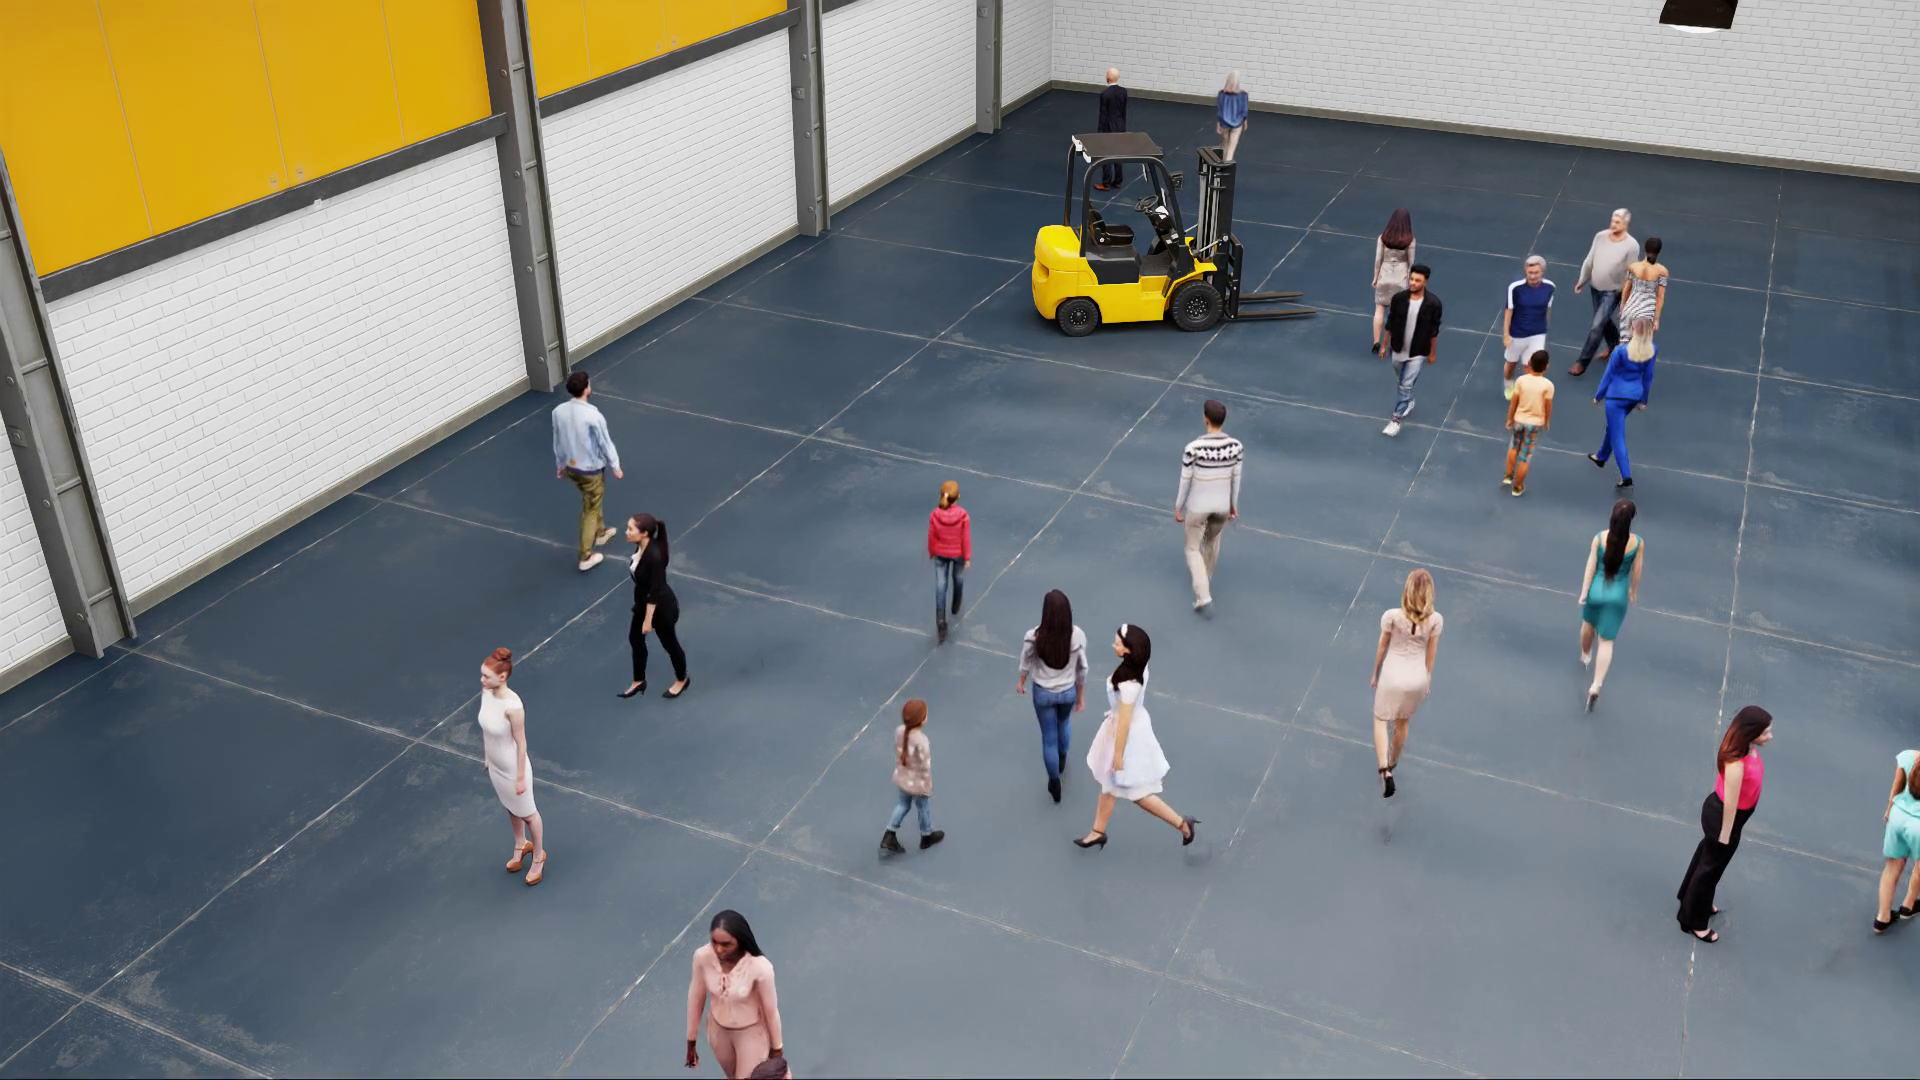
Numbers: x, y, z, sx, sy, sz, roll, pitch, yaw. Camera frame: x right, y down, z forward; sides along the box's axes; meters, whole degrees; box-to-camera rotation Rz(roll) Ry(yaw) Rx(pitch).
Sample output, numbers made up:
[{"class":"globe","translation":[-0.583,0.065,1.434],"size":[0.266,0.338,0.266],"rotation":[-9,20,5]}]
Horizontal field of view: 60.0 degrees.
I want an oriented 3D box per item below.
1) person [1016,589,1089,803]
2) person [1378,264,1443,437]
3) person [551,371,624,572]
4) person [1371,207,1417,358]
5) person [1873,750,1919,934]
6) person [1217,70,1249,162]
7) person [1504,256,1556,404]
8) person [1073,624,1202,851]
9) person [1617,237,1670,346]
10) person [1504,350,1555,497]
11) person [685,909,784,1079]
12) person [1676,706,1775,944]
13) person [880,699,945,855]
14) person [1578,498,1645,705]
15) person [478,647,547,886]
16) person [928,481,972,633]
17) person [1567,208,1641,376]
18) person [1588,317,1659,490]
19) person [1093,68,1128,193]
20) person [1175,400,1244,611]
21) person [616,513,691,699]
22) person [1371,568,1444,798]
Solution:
[{"class":"person","translation":[0.682,1.128,11.677],"size":[0.825,1.612,0.903],"rotation":[-5,29,-9]},{"class":"person","translation":[4.717,-2.027,17.299],"size":[0.872,1.767,1.233],"rotation":[20,35,33]},{"class":"person","translation":[-3.344,-0.576,14.619],"size":[0.746,1.786,0.946],"rotation":[17,33,28]},{"class":"person","translation":[4.939,-2.944,19.003],"size":[0.612,1.746,0.545],"rotation":[9,30,15]},{"class":"person","translation":[5.978,1.823,10.482],"size":[0.811,1.536,0.720],"rotation":[-21,35,-34]},{"class":"person","translation":[4.065,-6.161,25.003],"size":[0.604,1.647,1.139],"rotation":[13,31,22]},{"class":"person","translation":[5.990,-2.192,17.614],"size":[0.815,1.756,1.220],"rotation":[3,29,6]},{"class":"person","translation":[1.179,1.378,11.030],"size":[0.884,1.793,1.092],"rotation":[6,29,11]},{"class":"person","translation":[7.235,-2.316,17.831],"size":[0.734,1.766,1.124],"rotation":[19,34,31]},{"class":"person","translation":[5.425,-1.095,15.922],"size":[0.567,1.451,0.646],"rotation":[18,33,29]},{"class":"person","translation":[-1.143,2.602,8.875],"size":[0.650,1.707,0.739],"rotation":[11,31,20]},{"class":"person","translation":[4.826,1.758,10.471],"size":[0.638,1.660,0.443],"rotation":[13,31,22]},{"class":"person","translation":[-0.367,1.621,11.224],"size":[0.816,1.180,0.668],"rotation":[-21,35,-33]},{"class":"person","translation":[4.980,0.494,12.801],"size":[0.630,1.650,1.047],"rotation":[10,30,17]},{"class":"person","translation":[-2.922,1.479,10.845],"size":[0.625,1.793,0.572],"rotation":[23,36,36]},{"class":"person","translation":[-0.101,0.165,13.783],"size":[0.715,1.286,0.967],"rotation":[2,29,5]},{"class":"person","translation":[7.289,-2.805,18.625],"size":[1.341,1.864,1.177],"rotation":[-16,32,-26]},{"class":"person","translation":[6.453,-1.300,16.069],"size":[1.061,1.669,1.200],"rotation":[-7,29,-12]},{"class":"person","translation":[2.259,-6.114,24.758],"size":[0.704,1.800,0.822],"rotation":[-18,33,-29]},{"class":"person","translation":[2.099,-0.279,13.993],"size":[1.031,1.864,1.126],"rotation":[-7,29,-12]},{"class":"person","translation":[-2.250,0.511,12.779],"size":[0.940,1.640,0.865],"rotation":[-13,31,-22]},{"class":"person","translation":[3.094,1.046,11.617],"size":[0.718,1.814,0.944],"rotation":[5,29,9]}]
